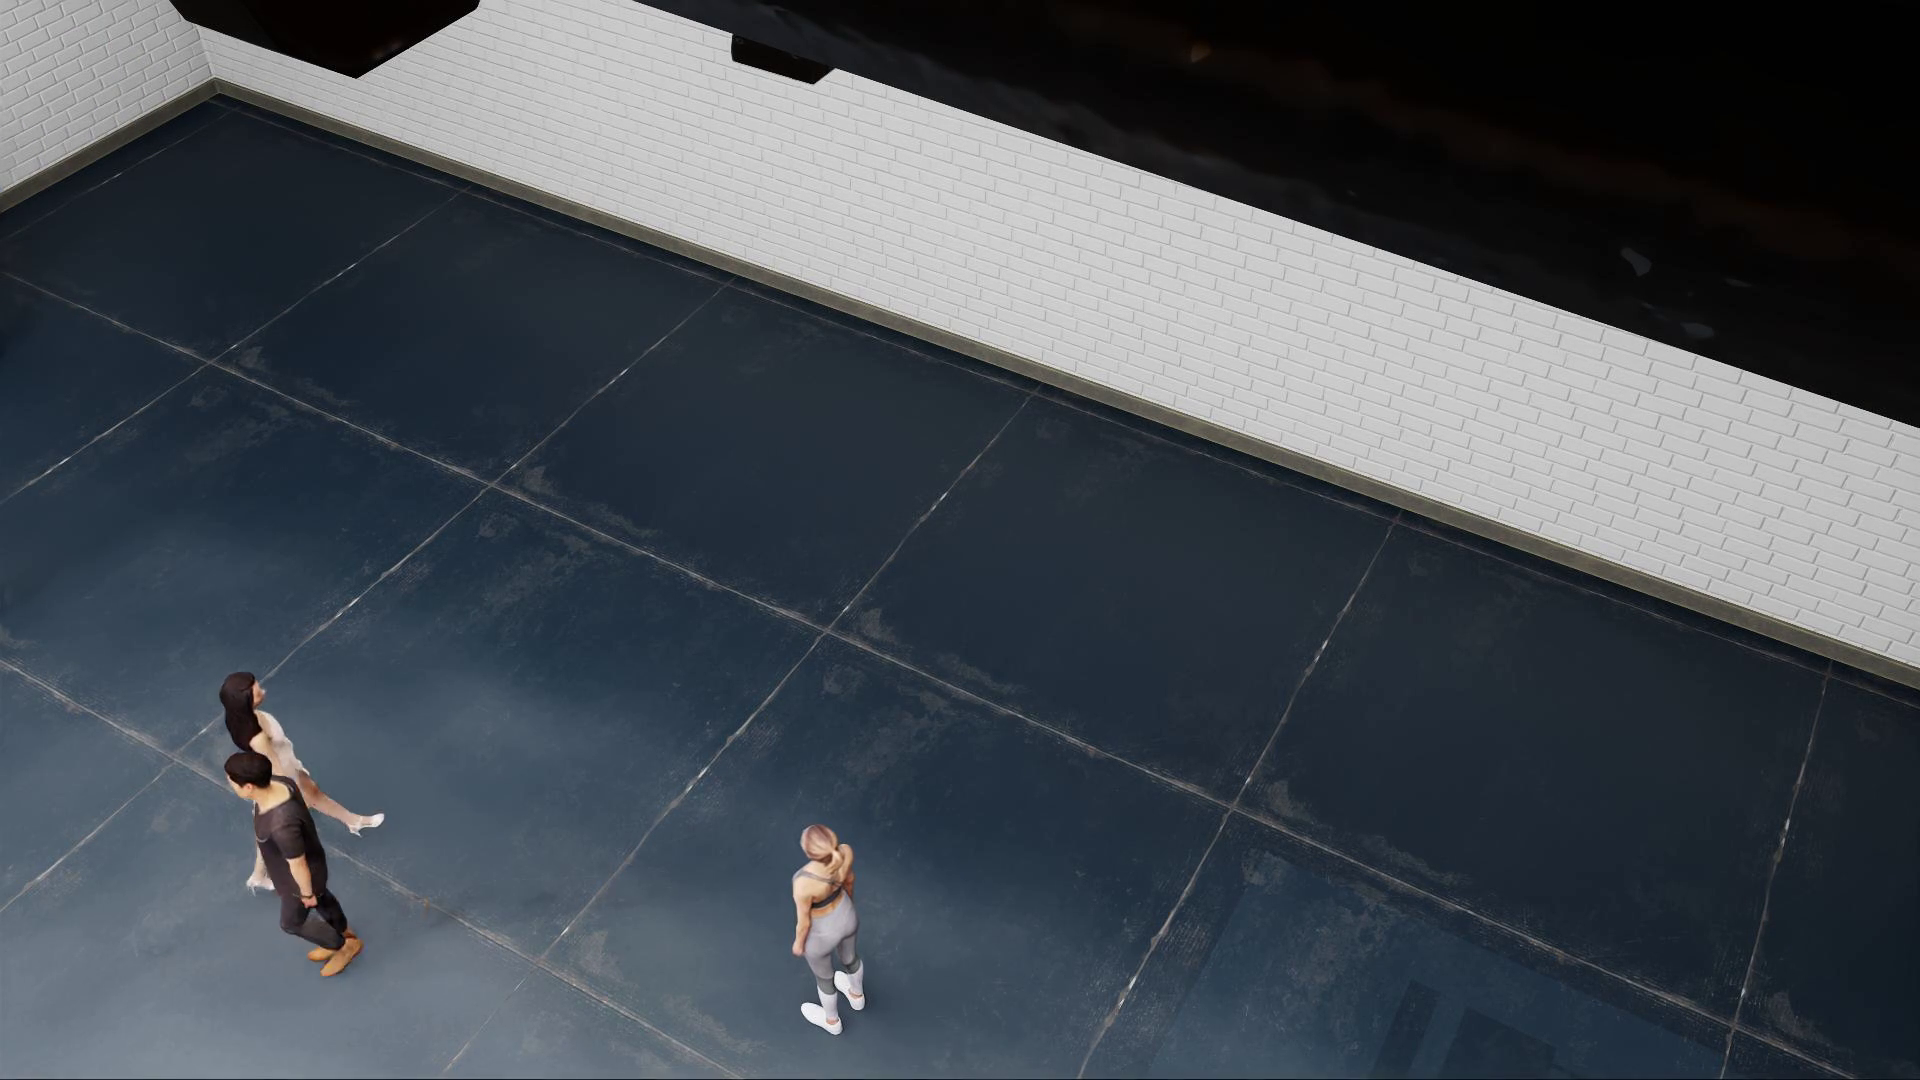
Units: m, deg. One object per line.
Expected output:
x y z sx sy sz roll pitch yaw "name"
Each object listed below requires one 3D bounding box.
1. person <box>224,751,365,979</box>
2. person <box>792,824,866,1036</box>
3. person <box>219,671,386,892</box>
-3.504 1.721 8.986 0.764 1.695 0.722 -17 46 -18 "person"
-0.681 2.013 8.676 0.675 1.701 0.557 33 52 30 "person"
-3.914 1.409 9.324 1.141 1.680 0.866 -28 50 -26 "person"
